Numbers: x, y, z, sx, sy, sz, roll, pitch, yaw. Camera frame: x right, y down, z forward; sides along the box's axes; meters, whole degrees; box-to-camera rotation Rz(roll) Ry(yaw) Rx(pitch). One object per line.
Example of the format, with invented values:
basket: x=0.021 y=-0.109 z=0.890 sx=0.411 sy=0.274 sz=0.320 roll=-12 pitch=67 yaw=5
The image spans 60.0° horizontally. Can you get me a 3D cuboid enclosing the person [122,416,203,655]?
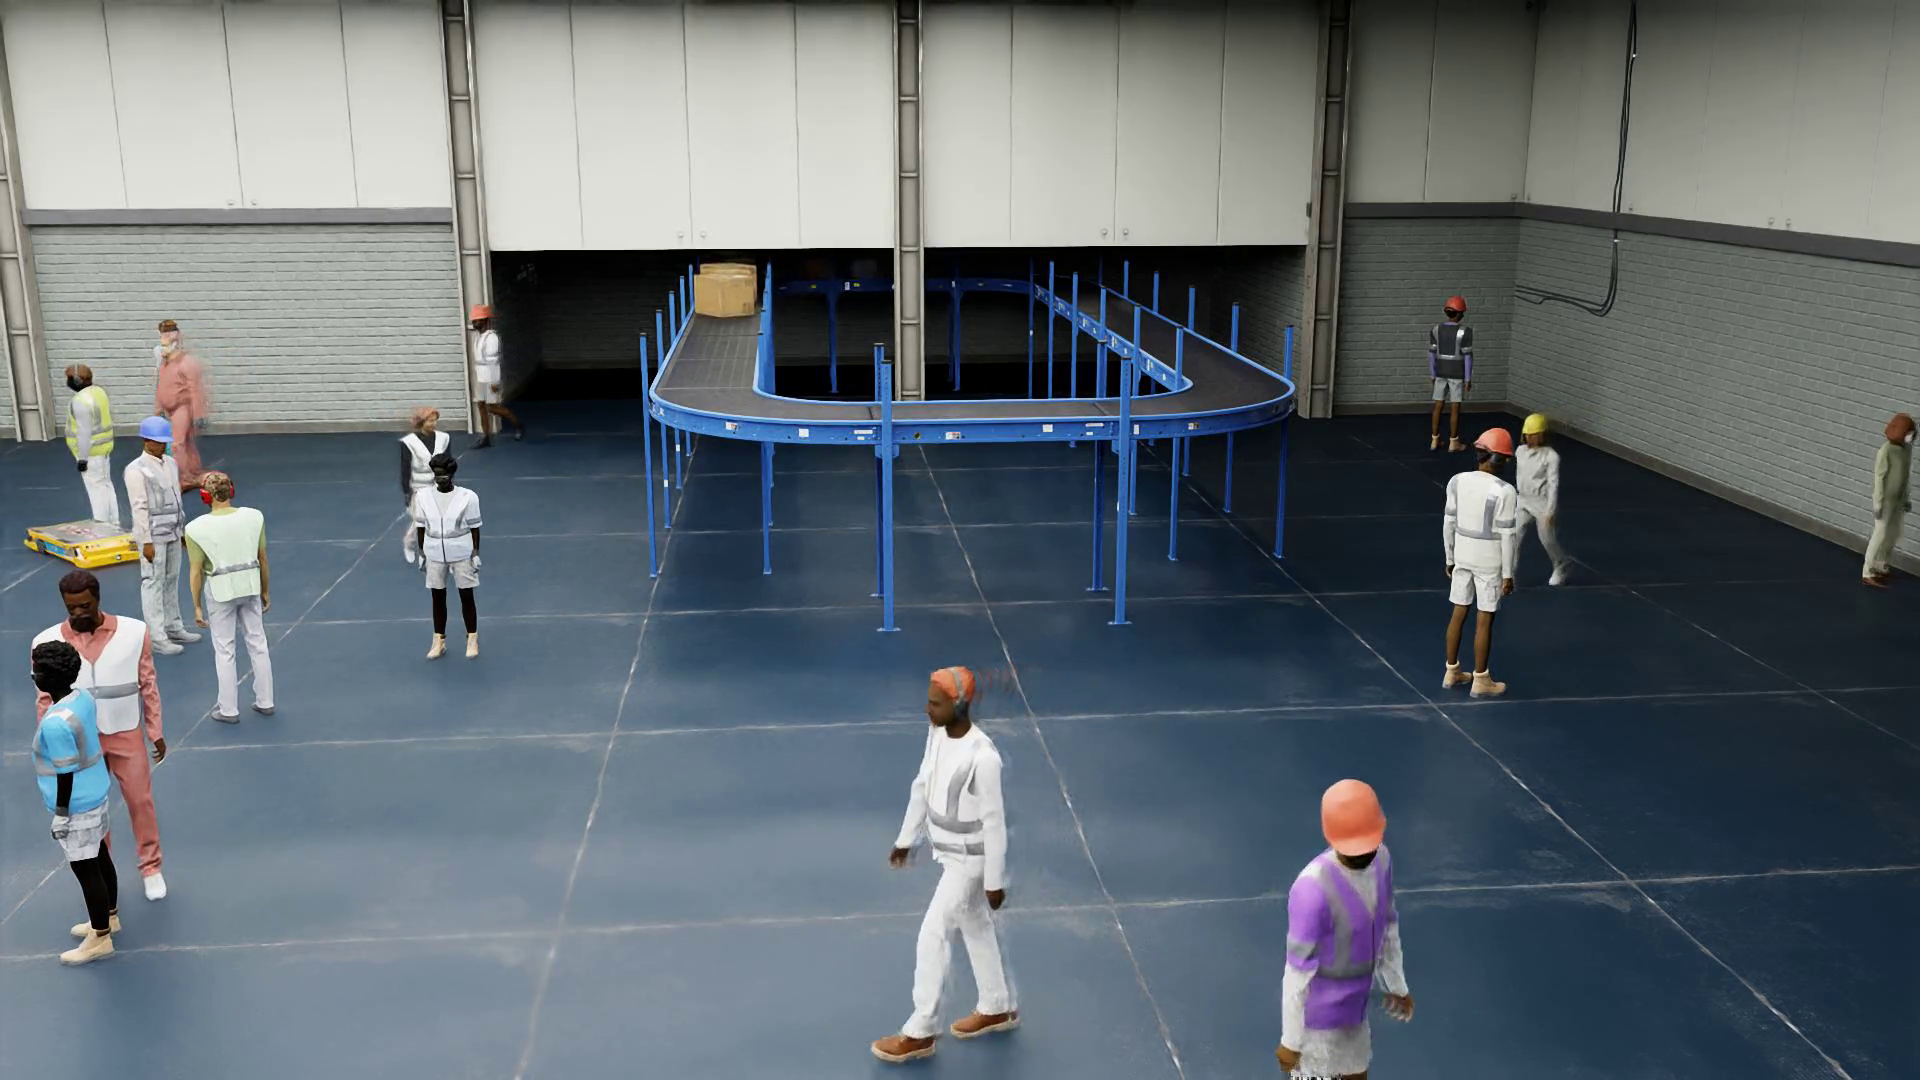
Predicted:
person: x=-6.498 y=-0.046 z=13.542 sx=0.402 sy=1.941 sz=0.602 roll=1 pitch=14 yaw=4

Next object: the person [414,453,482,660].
person: x=-4.095 y=0.129 z=13.345 sx=0.532 sy=1.693 sz=0.319 roll=0 pitch=14 yaw=-2

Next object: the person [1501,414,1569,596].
person: x=5.313 y=-0.341 z=15.232 sx=0.916 sy=1.694 sz=0.497 roll=-10 pitch=17 yaw=-36

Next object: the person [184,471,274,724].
person: x=-5.207 y=0.417 z=11.909 sx=0.394 sy=1.836 sz=0.560 roll=13 pitch=19 yaw=42

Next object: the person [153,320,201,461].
person: x=-9.903 y=-1.857 z=20.981 sx=0.341 sy=1.845 sz=0.511 roll=1 pitch=14 yaw=4

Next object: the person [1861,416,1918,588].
person: x=8.672 y=-0.367 z=15.516 sx=0.594 sy=1.614 sz=0.365 roll=-9 pitch=17 yaw=-33

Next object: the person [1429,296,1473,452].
person: x=6.455 y=-2.177 z=21.860 sx=0.608 sy=2.044 sz=0.370 roll=13 pitch=19 yaw=43

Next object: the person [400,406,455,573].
person: x=-5.130 y=-0.497 z=16.033 sx=0.538 sy=1.609 sz=0.707 roll=-12 pitch=18 yaw=-39

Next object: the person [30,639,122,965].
person: x=-4.541 y=1.330 z=8.534 sx=0.318 sy=1.697 sz=0.535 roll=-4 pitch=15 yaw=-15

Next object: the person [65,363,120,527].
person: x=-9.001 y=-0.916 z=17.225 sx=0.429 sy=1.841 sz=0.632 roll=-2 pitch=14 yaw=-9

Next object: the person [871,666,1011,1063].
person: x=-0.115 y=1.473 z=7.632 sx=0.840 sy=1.850 sz=0.582 roll=-4 pitch=15 yaw=-17

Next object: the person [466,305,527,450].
person: x=-6.199 y=-2.167 z=22.075 sx=0.680 sy=1.922 sz=0.548 roll=-11 pitch=18 yaw=-38

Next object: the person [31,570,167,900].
person: x=-4.705 y=1.075 z=9.135 sx=0.599 sy=1.907 sz=0.409 roll=-7 pitch=15 yaw=-24

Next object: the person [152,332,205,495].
person: x=-9.157 y=-1.463 z=19.312 sx=0.665 sy=1.883 sz=0.686 roll=11 pitch=18 yaw=37

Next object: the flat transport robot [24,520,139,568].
flat transport robot: x=-8.758 y=0.017 z=16.678 sx=1.431 sy=0.197 sz=0.652 roll=12 pitch=18 yaw=39

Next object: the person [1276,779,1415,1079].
person: x=1.413 y=1.758 z=6.408 sx=0.531 sy=1.913 sz=0.695 roll=11 pitch=18 yaw=38

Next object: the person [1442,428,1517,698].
person: x=3.931 y=0.164 z=12.517 sx=0.401 sy=2.029 sz=0.615 roll=-9 pitch=17 yaw=-33
